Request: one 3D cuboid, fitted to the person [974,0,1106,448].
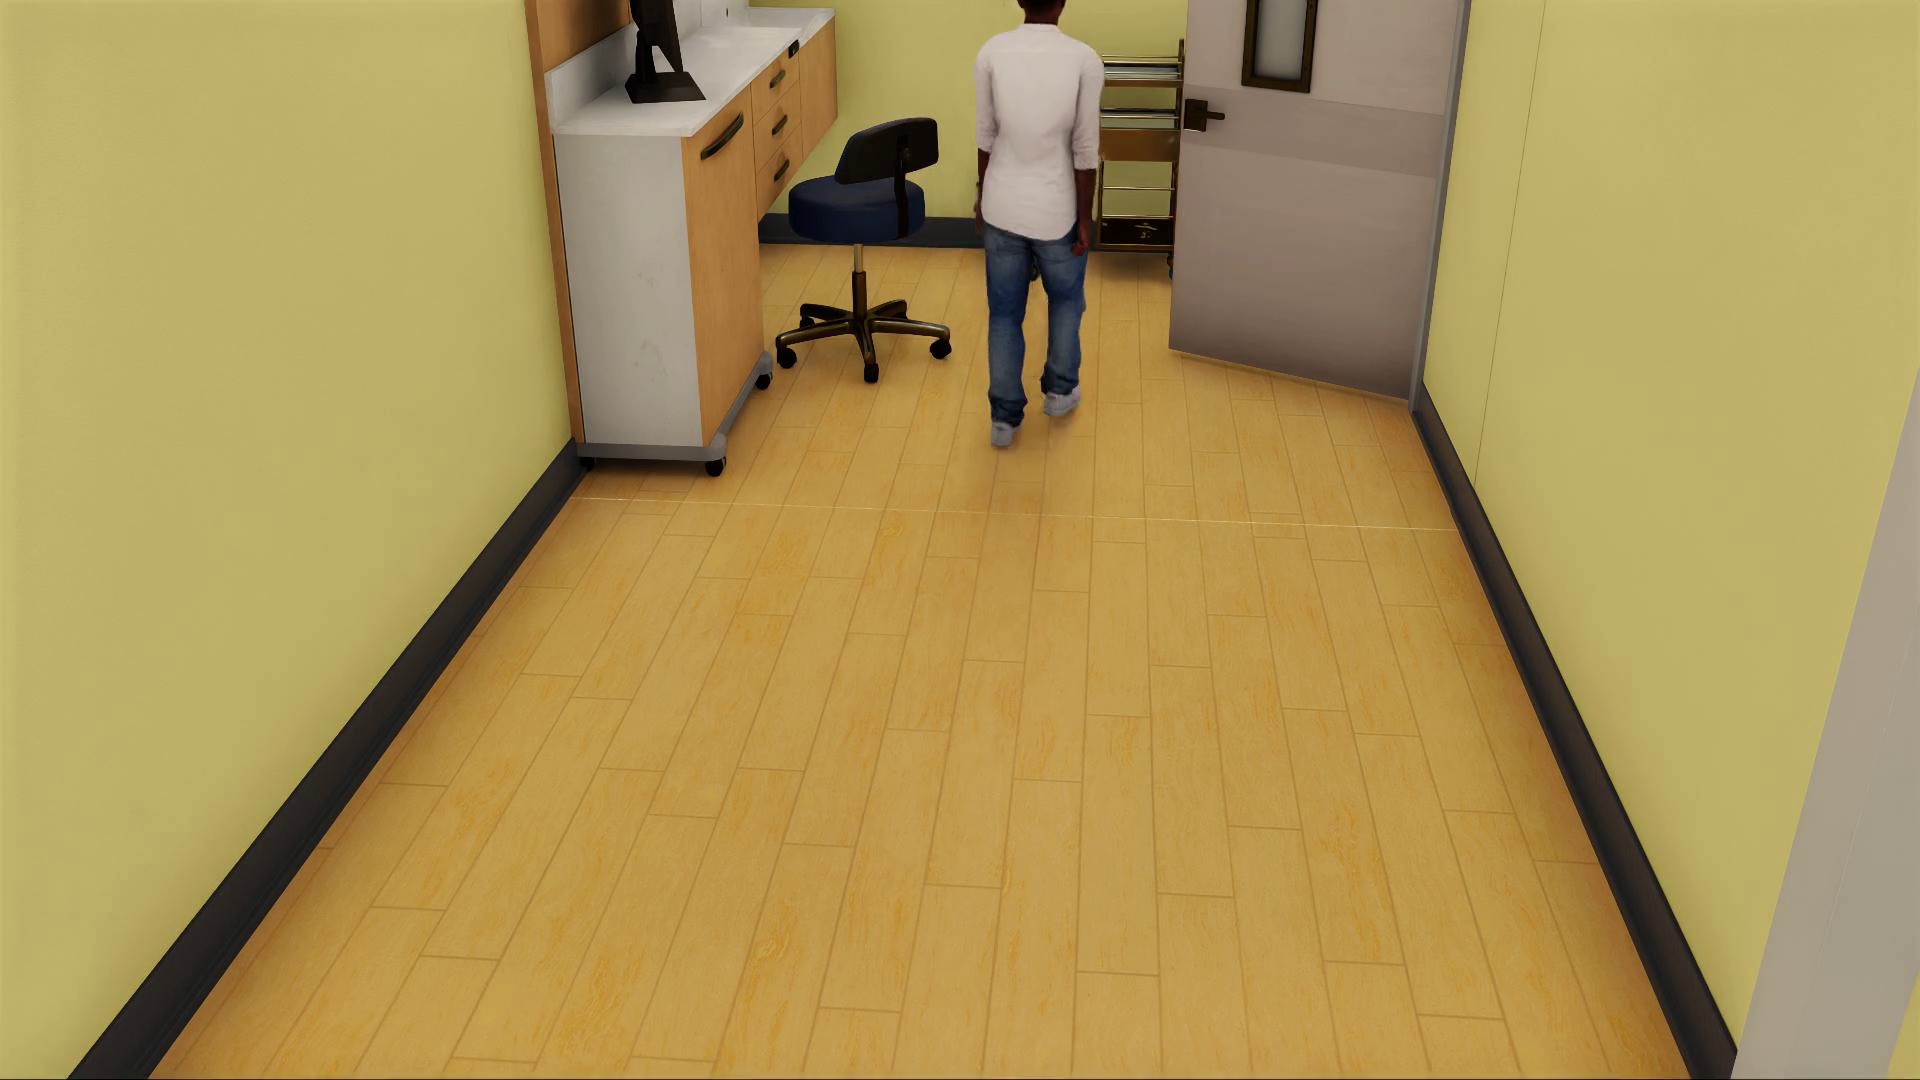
[{"bbox_3d":[0.243,-1.200,6.063,0.786,1.788,0.764,5,26,9],"label":"person"}]
